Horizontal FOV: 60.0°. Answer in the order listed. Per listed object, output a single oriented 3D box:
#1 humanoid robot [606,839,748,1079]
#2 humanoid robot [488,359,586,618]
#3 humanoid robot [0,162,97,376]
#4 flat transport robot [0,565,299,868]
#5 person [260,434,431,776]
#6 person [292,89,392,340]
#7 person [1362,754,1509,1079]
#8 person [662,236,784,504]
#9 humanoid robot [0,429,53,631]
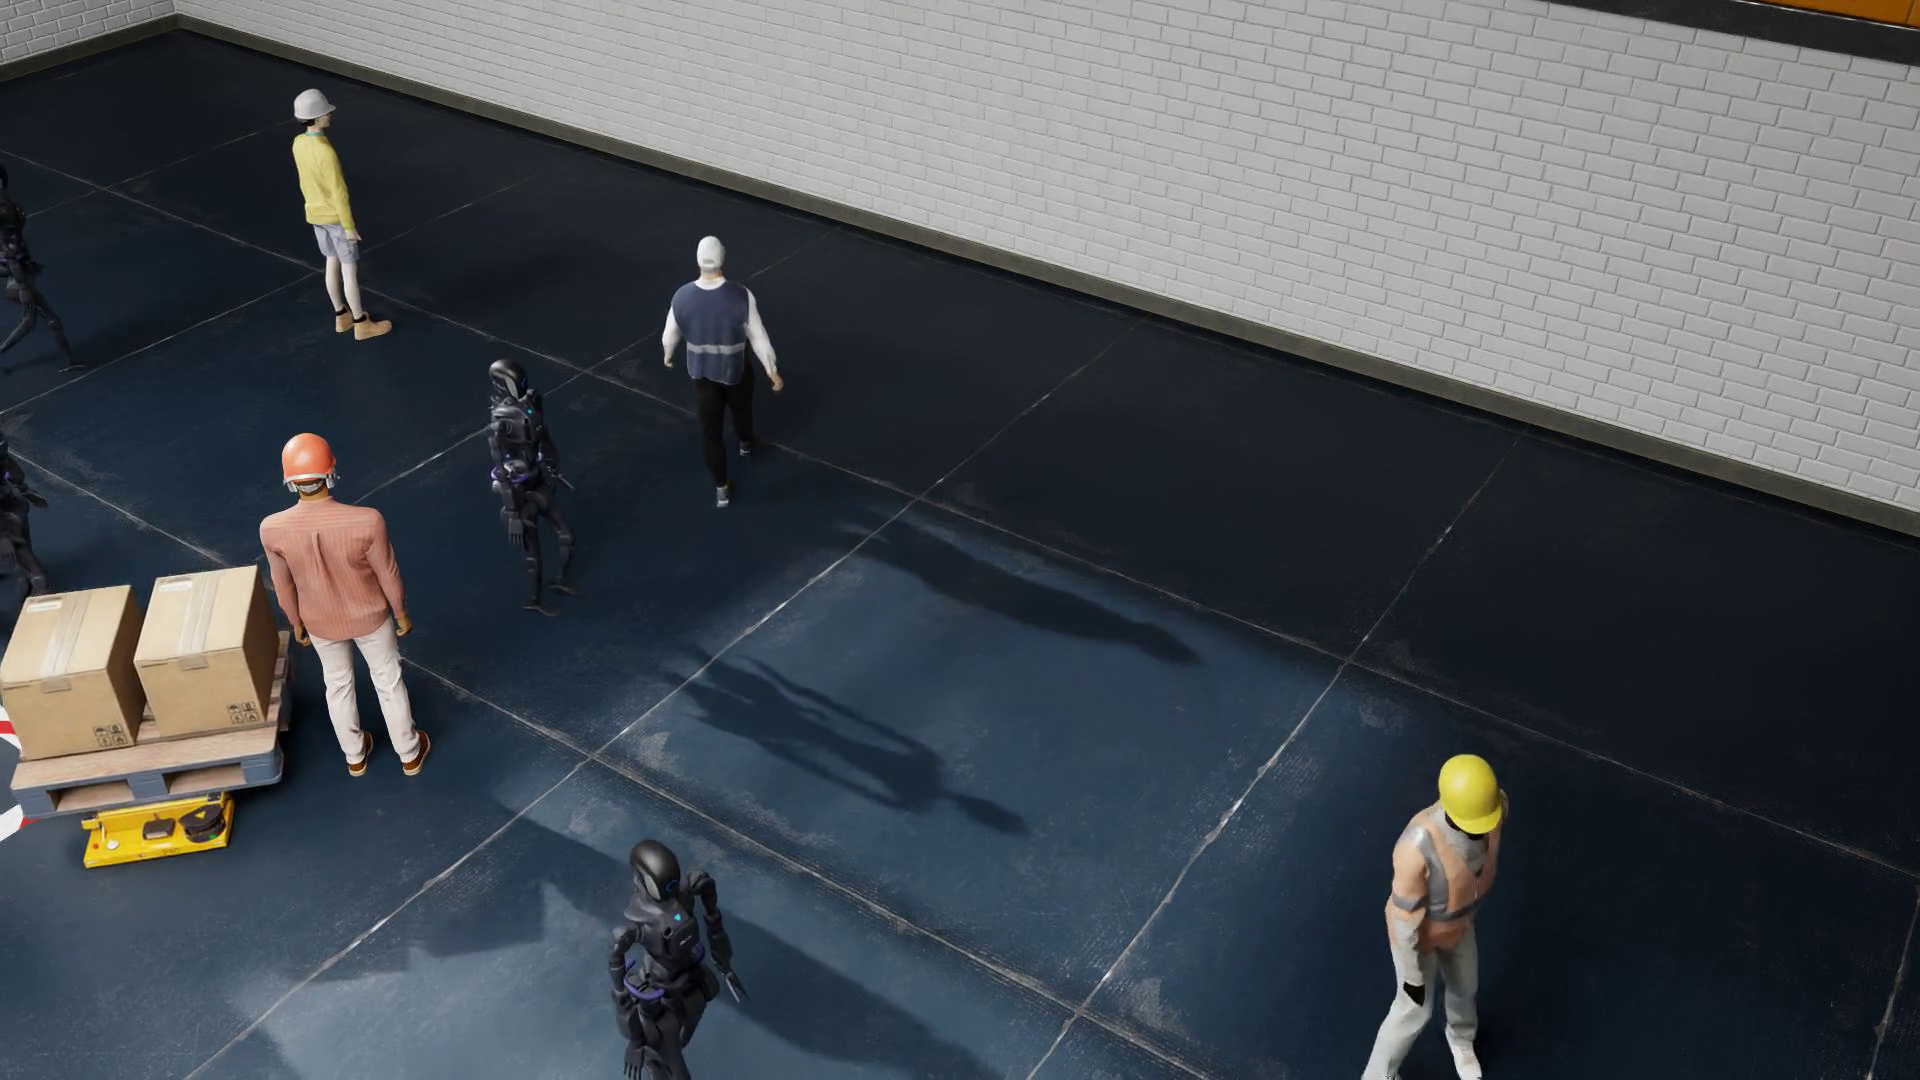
[{"bbox_3d":[-1.152,1.777,6.549,0.763,1.649,0.588,25,42,31],"label":"humanoid robot"},{"bbox_3d":[-2.428,-0.280,9.427,0.348,1.649,0.594,8,36,12],"label":"humanoid robot"},{"bbox_3d":[-6.744,-1.897,11.787,0.725,1.642,0.610,-13,37,-18],"label":"humanoid robot"},{"bbox_3d":[-4.099,1.103,8.687,0.659,0.231,1.431,-8,36,-11],"label":"flat transport robot"},{"bbox_3d":[-3.039,0.357,8.261,0.610,1.986,0.401,-3,35,-4],"label":"person"},{"bbox_3d":[-4.627,-2.382,12.256,0.470,1.891,0.400,26,42,32],"label":"person"},{"bbox_3d":[1.932,1.540,6.640,0.619,1.895,0.427,-22,41,-28],"label":"person"},{"bbox_3d":[-1.516,-1.147,10.641,0.772,1.710,0.904,-1,35,-1],"label":"person"},{"bbox_3d":[-5.310,-0.166,9.281,0.502,1.652,0.583,-8,36,-11],"label":"humanoid robot"}]
